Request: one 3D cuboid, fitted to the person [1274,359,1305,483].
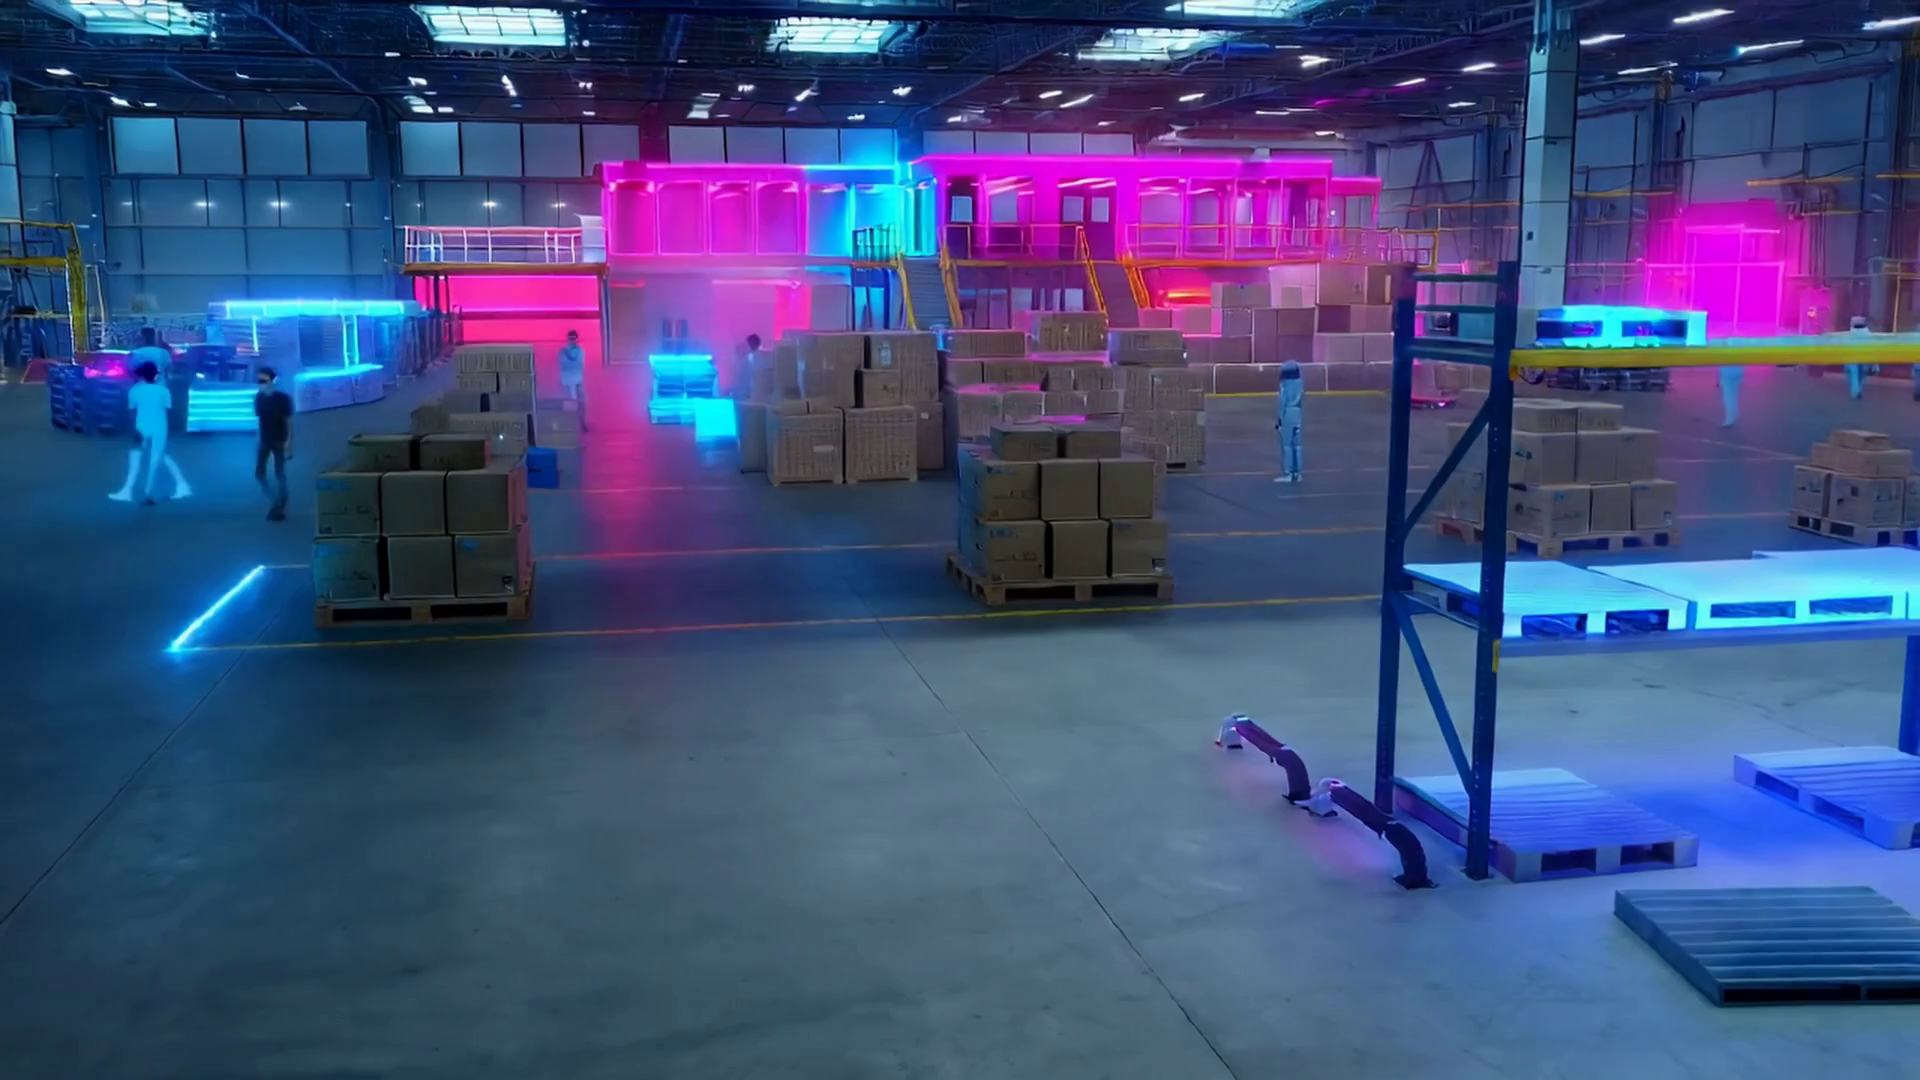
[{"bbox_3d":[4.598,-1.658,23.219,0.480,1.734,0.337,-8,12,-39],"label":"person"}]

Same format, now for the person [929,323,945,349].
[{"bbox_3d":[-0.619,-3.779,35.935,0.541,1.798,0.935,-7,11,-35],"label":"person"}]

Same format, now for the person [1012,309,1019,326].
[{"bbox_3d":[1.485,-5.272,44.787,0.360,1.885,0.575,0,9,-1],"label":"person"}]

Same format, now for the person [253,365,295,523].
[{"bbox_3d":[-8.097,-1.125,19.580,0.548,1.859,0.385,1,9,9],"label":"person"}]

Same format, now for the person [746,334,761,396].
[{"bbox_3d":[-3.351,-2.485,27.721,0.406,1.911,0.656,3,10,19],"label":"person"}]

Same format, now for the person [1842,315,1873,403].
[{"bbox_3d":[19.920,-4.011,36.929,0.633,1.935,0.438,5,10,26],"label":"person"}]

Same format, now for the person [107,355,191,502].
[{"bbox_3d":[-10.477,-1.436,21.443,0.544,1.891,0.992,9,13,43],"label":"person"}]

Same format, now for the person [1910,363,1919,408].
[{"bbox_3d":[20.455,-3.656,35.200,0.637,1.798,0.915,1,9,6],"label":"person"}]

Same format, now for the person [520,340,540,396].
[{"bbox_3d":[-7.645,-2.656,29.275,0.536,1.722,0.883,-1,9,-9],"label":"person"}]

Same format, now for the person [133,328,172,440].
[{"bbox_3d":[-13.990,-2.698,28.845,0.604,1.967,0.367,-7,12,-38],"label":"person"}]

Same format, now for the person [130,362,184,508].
[{"bbox_3d":[-10.169,-1.333,21.007,0.528,1.816,1.022,0,9,2],"label":"person"}]

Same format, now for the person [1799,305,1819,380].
[{"bbox_3d":[22.662,-5.264,44.404,0.375,1.995,0.609,7,12,37],"label":"person"}]

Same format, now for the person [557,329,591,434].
[{"bbox_3d":[-6.940,-2.837,29.893,0.564,1.888,0.966,-6,11,-32],"label":"person"}]

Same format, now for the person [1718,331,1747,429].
[{"bbox_3d":[14.336,-2.967,30.899,0.654,1.830,0.443,-7,12,-37],"label":"person"}]
